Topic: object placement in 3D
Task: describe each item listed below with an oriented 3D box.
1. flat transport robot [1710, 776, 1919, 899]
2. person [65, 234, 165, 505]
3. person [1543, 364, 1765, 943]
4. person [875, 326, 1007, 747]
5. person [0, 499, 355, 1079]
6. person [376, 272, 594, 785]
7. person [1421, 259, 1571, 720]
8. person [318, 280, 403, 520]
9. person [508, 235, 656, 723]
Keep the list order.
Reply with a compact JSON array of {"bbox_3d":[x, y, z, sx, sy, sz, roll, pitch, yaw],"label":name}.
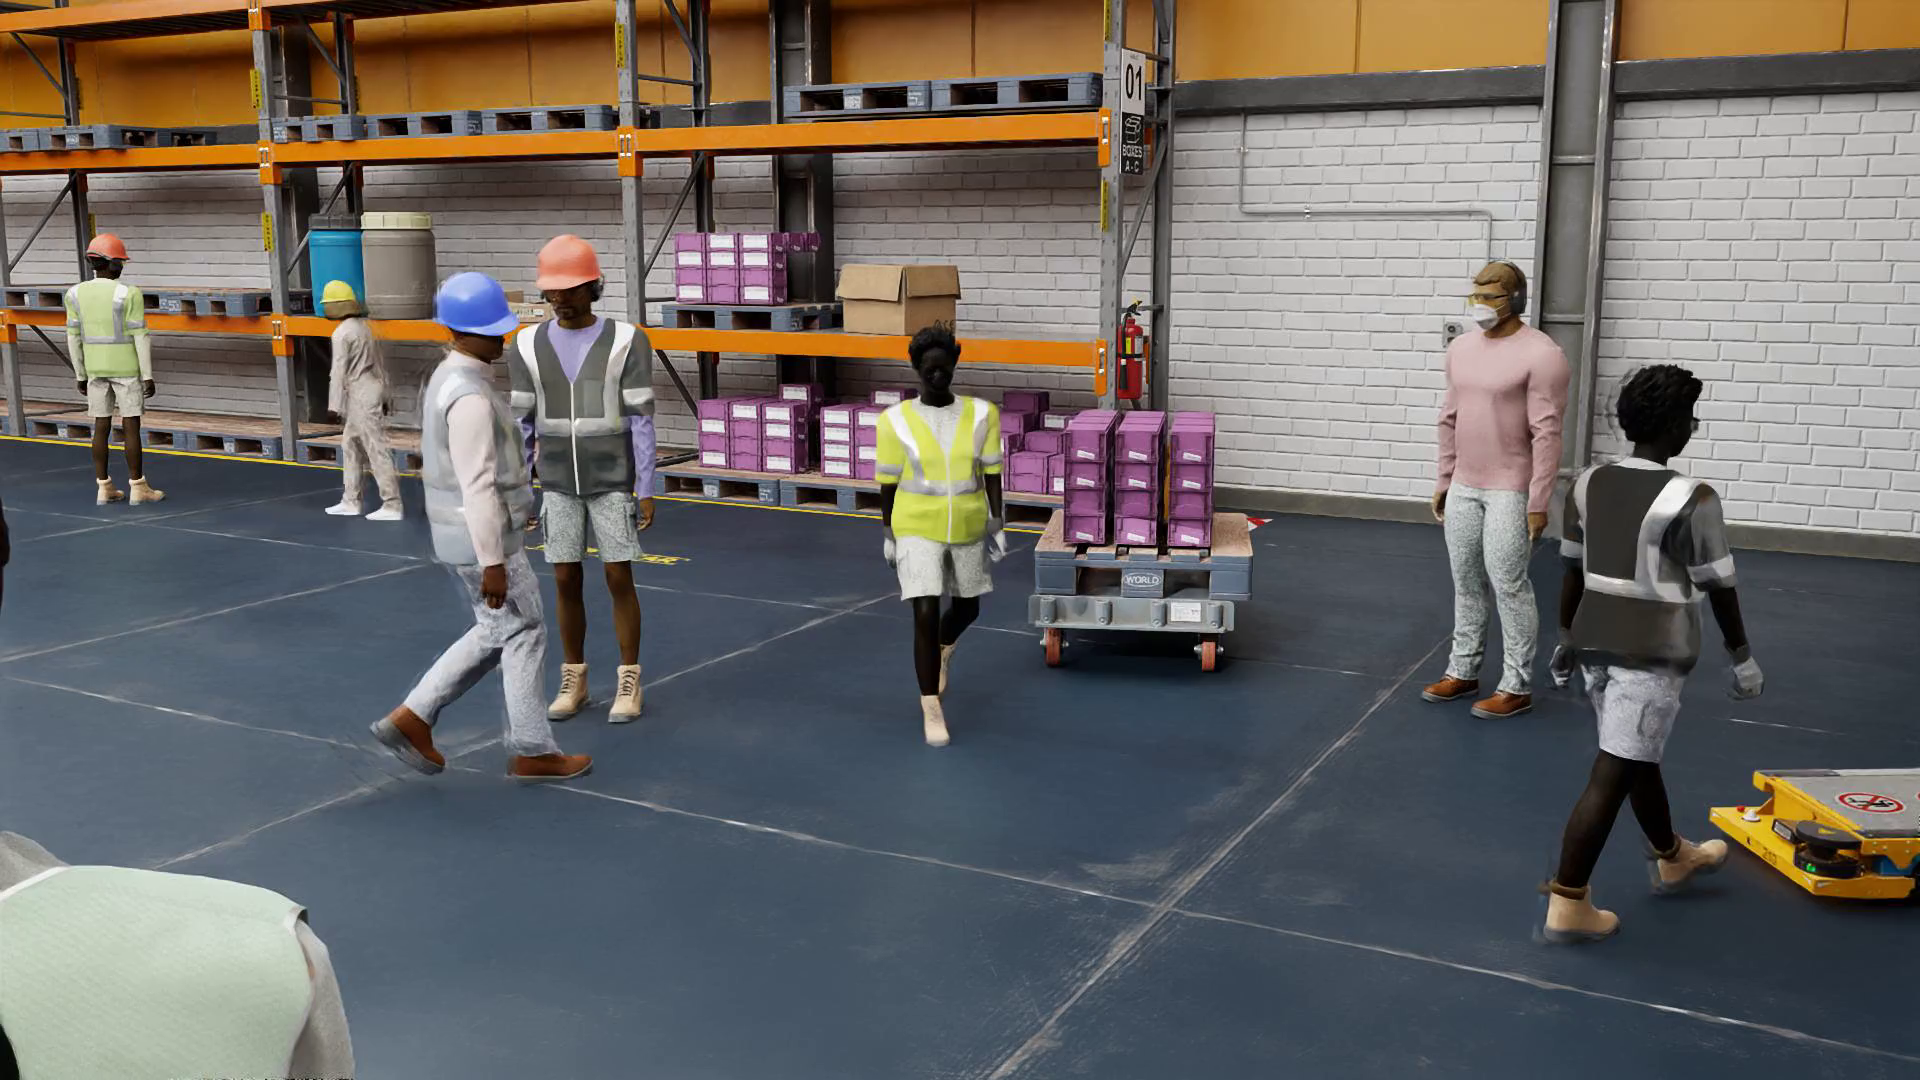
[{"bbox_3d":[3.272,0.927,5.346,1.431,0.197,0.652,0,10,-2],"label":"flat transport robot"},{"bbox_3d":[-6.389,-1.282,12.592,0.615,2.041,0.385,1,10,6],"label":"person"},{"bbox_3d":[2.042,0.326,4.815,0.830,1.655,0.548,-3,11,-18],"label":"person"},{"bbox_3d":[-0.097,-0.053,6.865,0.530,1.675,0.736,-3,11,-14],"label":"person"},{"bbox_3d":[-0.702,0.862,1.184,0.596,1.918,0.384,-4,11,-21],"label":"person"},{"bbox_3d":[-1.721,-0.010,6.006,0.676,1.902,0.628,-5,11,-24],"label":"person"},{"bbox_3d":[2.266,-0.210,7.042,0.366,1.932,0.634,-5,11,-25],"label":"person"},{"bbox_3d":[-4.344,-0.984,11.856,0.724,1.703,0.501,0,10,0],"label":"person"},{"bbox_3d":[-1.574,-0.238,6.925,0.612,2.029,0.410,1,10,3],"label":"person"}]
